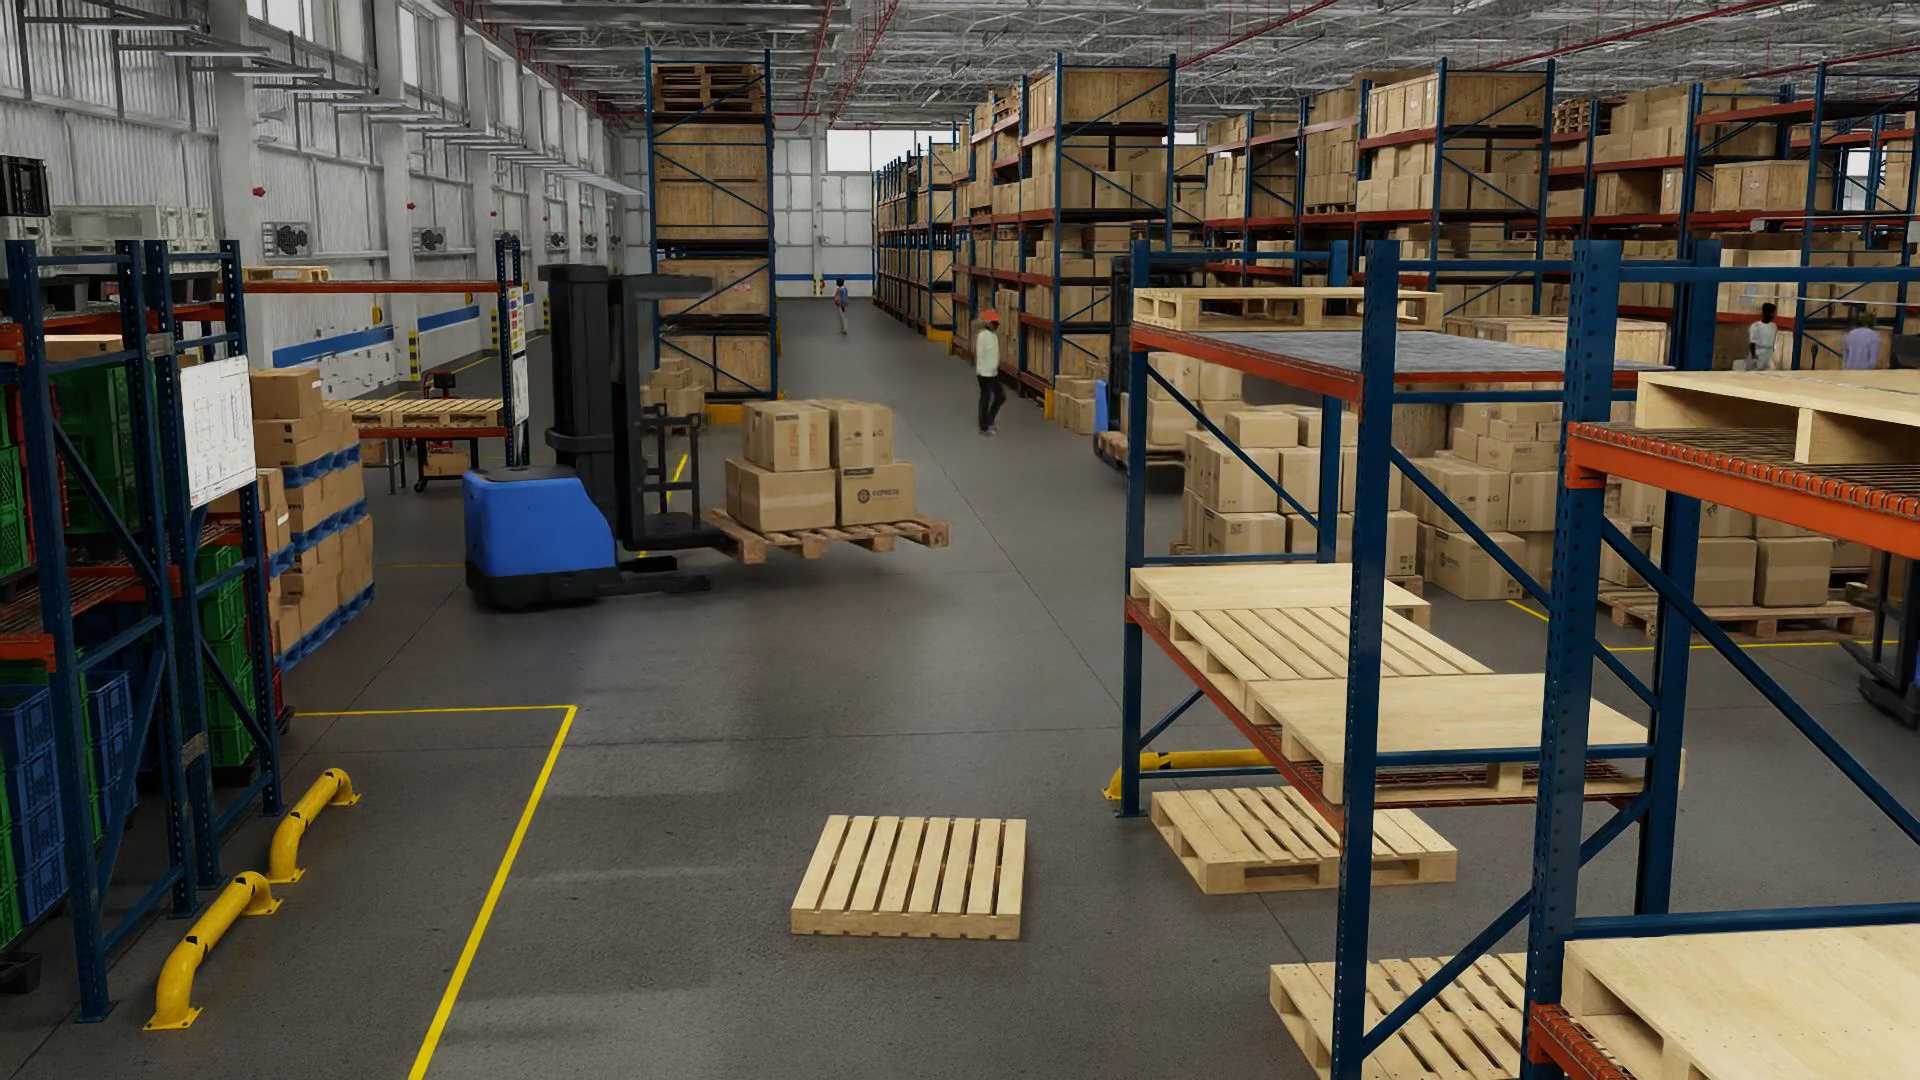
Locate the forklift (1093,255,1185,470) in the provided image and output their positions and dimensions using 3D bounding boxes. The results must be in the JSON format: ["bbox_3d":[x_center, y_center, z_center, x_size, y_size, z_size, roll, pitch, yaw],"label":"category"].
[{"bbox_3d":[2.496,-2.452,22.521,1.129,2.768,1.873,-1,10,-6],"label":"forklift"}]

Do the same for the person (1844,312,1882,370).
[{"bbox_3d":[14.383,-2.668,26.457,1.000,1.885,0.658,-5,11,-26],"label":"person"}]

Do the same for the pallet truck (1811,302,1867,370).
[{"bbox_3d":[15.846,-3.142,28.793,1.885,1.965,0.823,2,10,12],"label":"pallet truck"}]

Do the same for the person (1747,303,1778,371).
[{"bbox_3d":[14.143,-3.176,29.164,0.638,1.926,0.896,-2,10,-13],"label":"person"}]

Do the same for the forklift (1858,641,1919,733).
[{"bbox_3d":[6.370,-0.166,9.855,1.129,2.768,1.873,2,10,11],"label":"forklift"}]

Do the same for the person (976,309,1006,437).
[{"bbox_3d":[0.464,-2.565,25.667,0.439,1.979,0.619,5,12,27],"label":"person"}]

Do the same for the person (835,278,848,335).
[{"bbox_3d":[-3.821,-7.522,53.534,0.430,1.837,0.631,-3,11,-15],"label":"person"}]

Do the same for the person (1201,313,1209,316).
[{"bbox_3d":[4.740,-3.599,32.362,0.525,1.617,0.633,0,10,1],"label":"person"}]

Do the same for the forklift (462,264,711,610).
[{"bbox_3d":[-3.222,-0.934,14.107,1.873,2.768,1.129,-5,11,-26],"label":"forklift"}]
